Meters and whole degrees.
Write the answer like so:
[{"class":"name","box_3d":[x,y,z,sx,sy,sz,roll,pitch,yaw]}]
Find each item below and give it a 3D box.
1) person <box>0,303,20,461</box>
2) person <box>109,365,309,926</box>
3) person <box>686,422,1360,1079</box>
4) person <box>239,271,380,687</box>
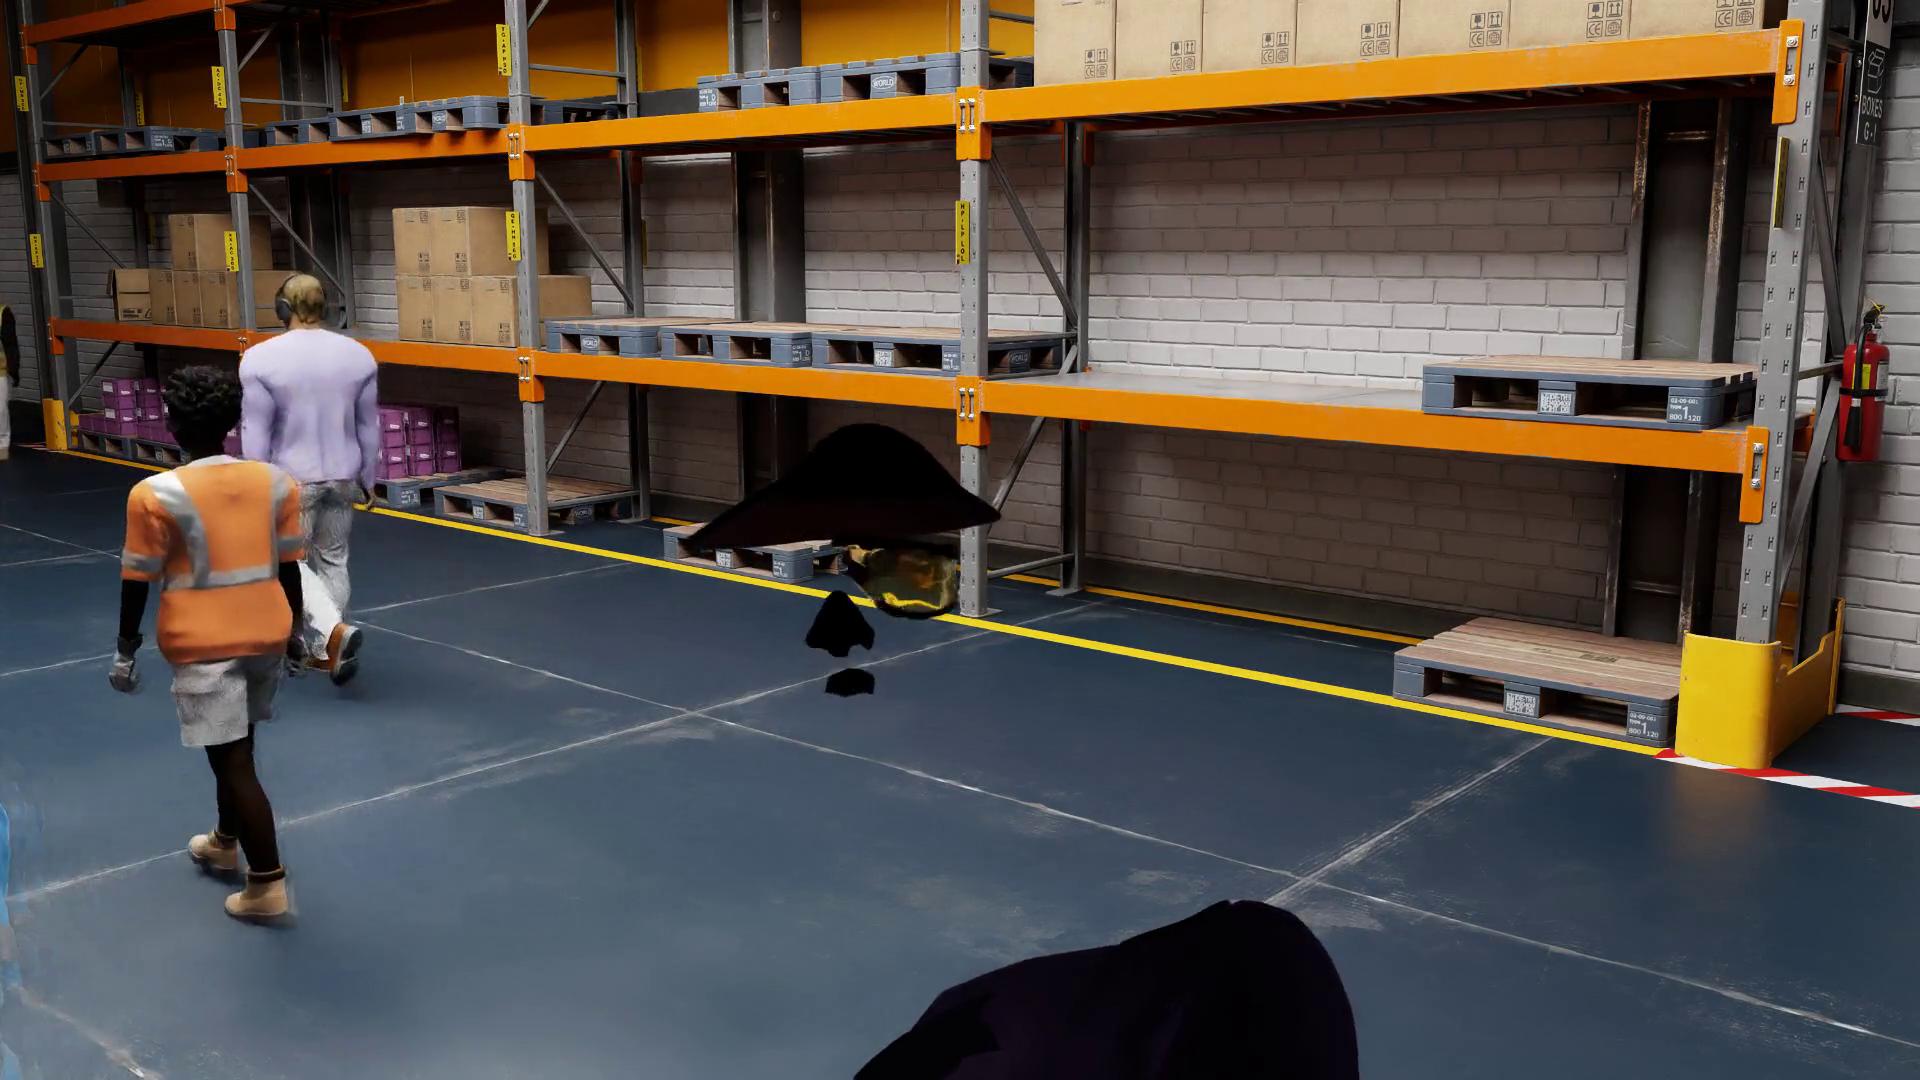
[{"class":"person","box_3d":[-9.114,-1.587,15.541,0.635,1.798,0.972,-4,11,-19]},{"class":"person","box_3d":[-2.310,0.308,5.065,0.784,1.661,0.552,6,12,31]},{"class":"person","box_3d":[-0.050,0.837,1.012,0.614,2.039,0.392,-5,11,-26]},{"class":"person","box_3d":[-2.938,-0.264,7.623,0.647,1.920,0.762,-10,14,-44]}]
